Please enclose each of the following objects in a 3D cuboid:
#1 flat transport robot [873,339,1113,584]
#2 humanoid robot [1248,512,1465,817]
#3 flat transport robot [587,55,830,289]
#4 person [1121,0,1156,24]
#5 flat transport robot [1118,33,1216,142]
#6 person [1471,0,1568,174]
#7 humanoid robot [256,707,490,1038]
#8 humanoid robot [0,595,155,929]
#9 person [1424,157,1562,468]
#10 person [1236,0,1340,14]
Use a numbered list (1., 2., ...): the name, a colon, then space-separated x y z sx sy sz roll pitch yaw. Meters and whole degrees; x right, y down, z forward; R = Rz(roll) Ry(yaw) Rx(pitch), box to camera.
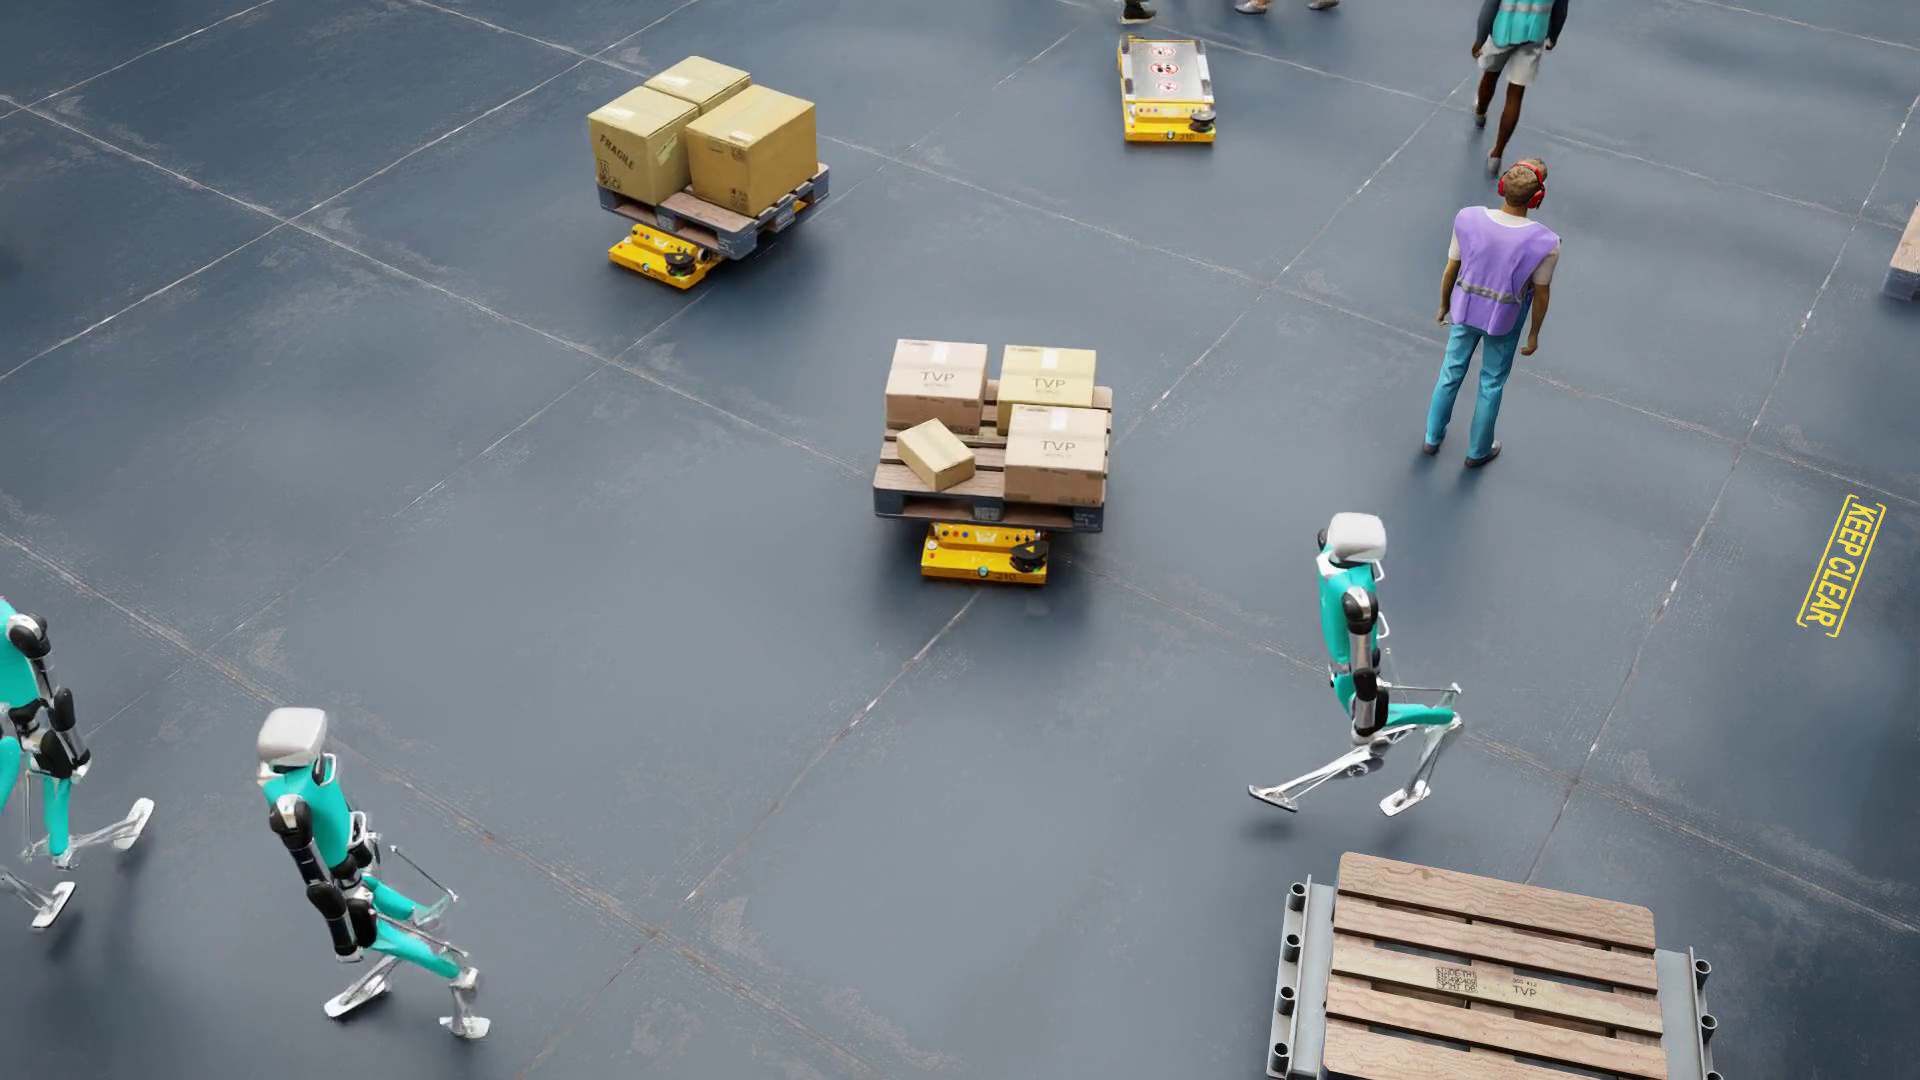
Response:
1. flat transport robot: 0.196 -0.320 9.138 0.659 0.231 1.431 4 42 5
2. humanoid robot: 1.818 0.592 7.024 1.044 1.731 0.558 -3 42 -3
3. flat transport robot: -1.649 -2.180 11.219 0.659 0.231 1.431 24 47 24
4. person: 1.513 -5.085 13.217 0.489 1.937 0.685 -13 44 -15
5. flat transport robot: 1.555 -3.444 12.633 0.659 0.231 1.431 1 42 1
6. person: 3.893 -3.595 11.577 0.589 1.890 0.986 9 43 10
7. humanoid robot: -2.129 1.296 6.245 0.881 1.781 0.585 -9 43 -10
8. humanoid robot: -3.796 0.914 6.644 0.548 1.732 0.987 6 42 6
9. person: 2.831 -1.185 8.921 0.569 1.844 0.382 23 47 24
10. person: 2.766 -5.035 13.385 0.831 1.629 0.471 6 42 7
